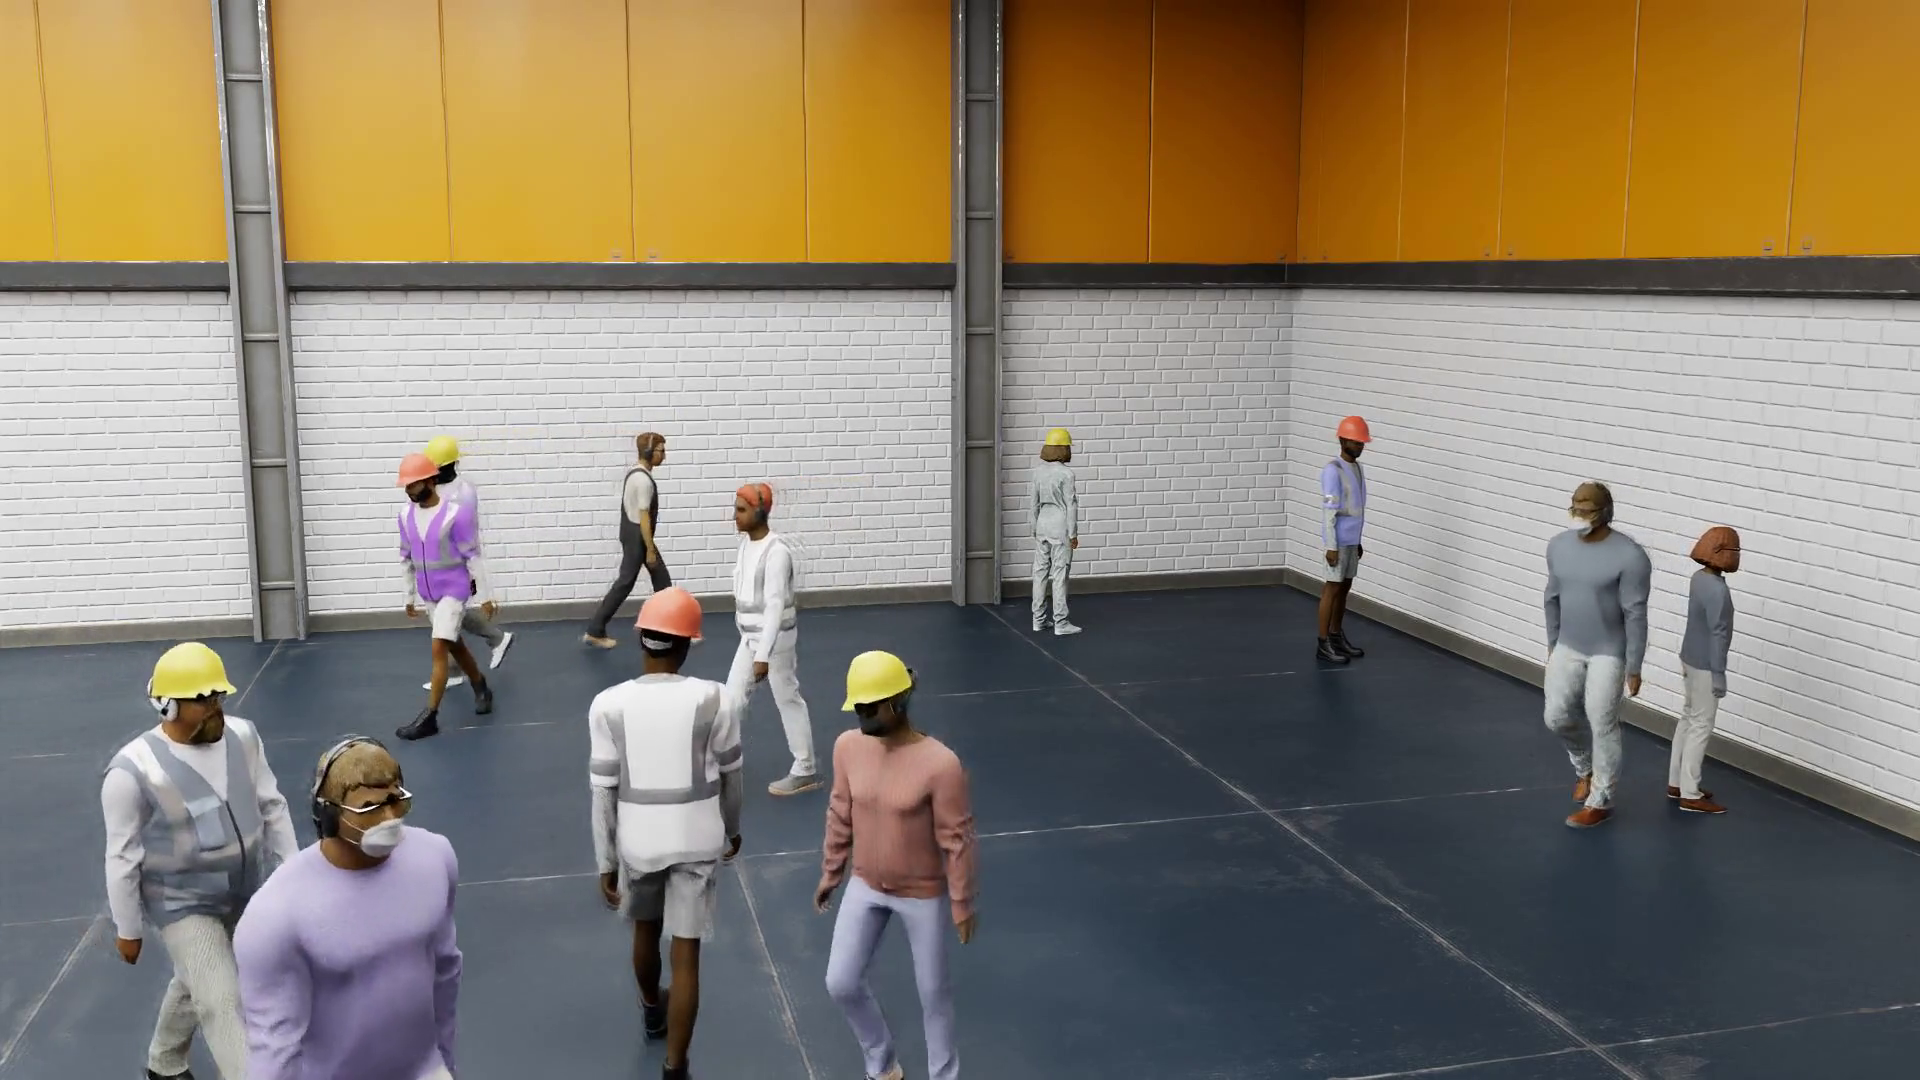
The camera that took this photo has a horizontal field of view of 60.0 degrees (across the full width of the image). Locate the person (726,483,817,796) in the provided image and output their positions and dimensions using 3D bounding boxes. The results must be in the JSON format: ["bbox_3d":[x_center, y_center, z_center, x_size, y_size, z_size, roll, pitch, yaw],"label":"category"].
[{"bbox_3d":[-1.225,0.603,9.489,0.942,1.839,0.611,-5,11,-31],"label":"person"}]

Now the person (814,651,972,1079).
[{"bbox_3d":[-0.240,1.237,5.843,0.619,1.742,0.396,5,10,26],"label":"person"}]

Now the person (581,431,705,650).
[{"bbox_3d":[-2.606,0.014,13.373,0.969,1.791,0.535,-2,9,-10],"label":"person"}]

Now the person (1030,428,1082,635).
[{"bbox_3d":[0.815,-0.077,14.057,0.315,1.740,0.492,-9,13,-43],"label":"person"}]

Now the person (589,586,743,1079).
[{"bbox_3d":[-1.078,1.104,6.271,0.541,1.879,0.952,0,9,0],"label":"person"}]

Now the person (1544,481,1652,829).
[{"bbox_3d":[3.485,0.624,9.116,0.497,1.923,0.647,-7,11,-37],"label":"person"}]

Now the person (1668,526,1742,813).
[{"bbox_3d":[4.226,0.725,9.420,0.280,1.625,0.493,2,9,12],"label":"person"}]

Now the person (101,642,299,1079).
[{"bbox_3d":[-2.635,1.225,5.821,0.956,1.787,0.604,4,10,22],"label":"person"}]

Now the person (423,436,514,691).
[{"bbox_3d":[-3.629,0.150,12.203,0.672,1.880,0.644,-7,12,-38],"label":"person"}]

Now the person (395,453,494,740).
[{"bbox_3d":[-3.424,0.332,11.128,0.608,1.879,0.982,4,10,24],"label":"person"}]

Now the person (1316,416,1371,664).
[{"bbox_3d":[3.029,-0.008,13.024,0.373,1.932,0.549,7,11,36],"label":"person"}]

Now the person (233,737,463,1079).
[{"bbox_3d":[-1.389,1.433,4.122,0.920,1.900,0.652,6,11,35],"label":"person"}]
